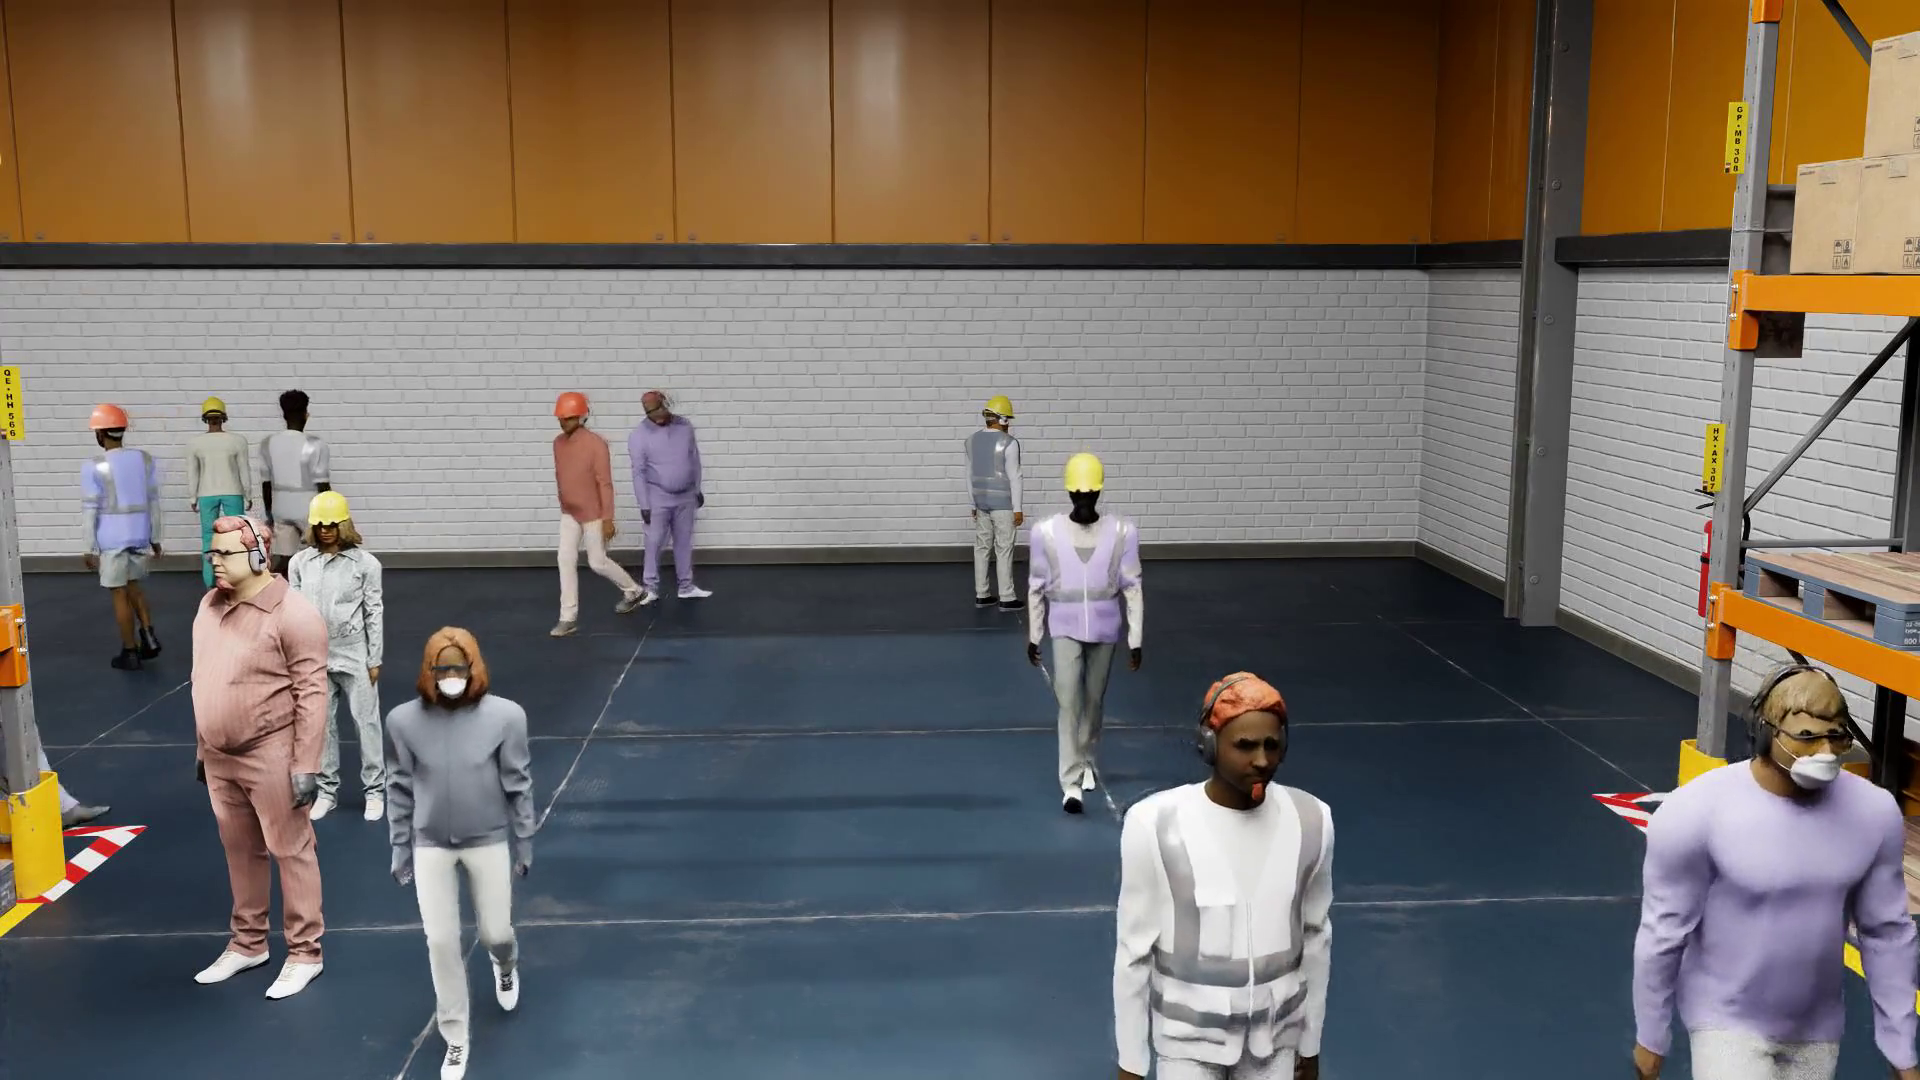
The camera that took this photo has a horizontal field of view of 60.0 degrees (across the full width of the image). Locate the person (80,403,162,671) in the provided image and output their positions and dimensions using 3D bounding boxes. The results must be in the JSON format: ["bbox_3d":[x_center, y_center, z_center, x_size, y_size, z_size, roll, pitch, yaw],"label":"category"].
[{"bbox_3d":[-6.010,-0.013,11.890,0.400,1.926,0.566,5,10,28],"label":"person"}]

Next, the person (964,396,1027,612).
[{"bbox_3d":[0.316,-0.308,14.079,0.589,1.822,0.403,8,12,42],"label":"person"}]

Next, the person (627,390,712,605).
[{"bbox_3d":[-2.464,-0.371,14.367,0.770,1.865,0.395,-8,12,-40],"label":"person"}]

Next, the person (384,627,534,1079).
[{"bbox_3d":[-1.788,1.083,6.000,0.503,1.618,0.534,-1,9,-7],"label":"person"}]

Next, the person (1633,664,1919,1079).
[{"bbox_3d":[2.034,1.255,4.043,0.639,1.898,0.943,-1,9,-9],"label":"person"}]

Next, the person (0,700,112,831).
[{"bbox_3d":[-4.759,0.674,8.218,0.873,1.717,0.522,-1,9,-5],"label":"person"}]

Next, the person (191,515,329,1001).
[{"bbox_3d":[-2.788,0.847,6.554,0.639,1.911,0.406,4,10,25],"label":"person"}]

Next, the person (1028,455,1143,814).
[{"bbox_3d":[0.672,0.495,8.840,0.612,1.876,0.954,0,9,0],"label":"person"}]

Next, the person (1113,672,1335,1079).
[{"bbox_3d":[0.656,1.239,4.216,0.591,1.870,0.625,-2,9,-13],"label":"person"}]

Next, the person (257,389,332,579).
[{"bbox_3d":[-5.248,-0.227,13.191,0.620,1.943,0.821,2,9,11],"label":"person"}]

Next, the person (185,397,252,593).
[{"bbox_3d":[-6.566,-0.386,14.763,0.525,1.768,0.330,-2,9,-15],"label":"person"}]

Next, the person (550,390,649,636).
[{"bbox_3d":[-2.922,-0.240,13.276,0.659,1.951,0.851,6,11,32],"label":"person"}]

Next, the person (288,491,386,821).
[{"bbox_3d":[-3.227,0.605,8.619,0.487,1.738,0.333,0,9,2],"label":"person"}]
